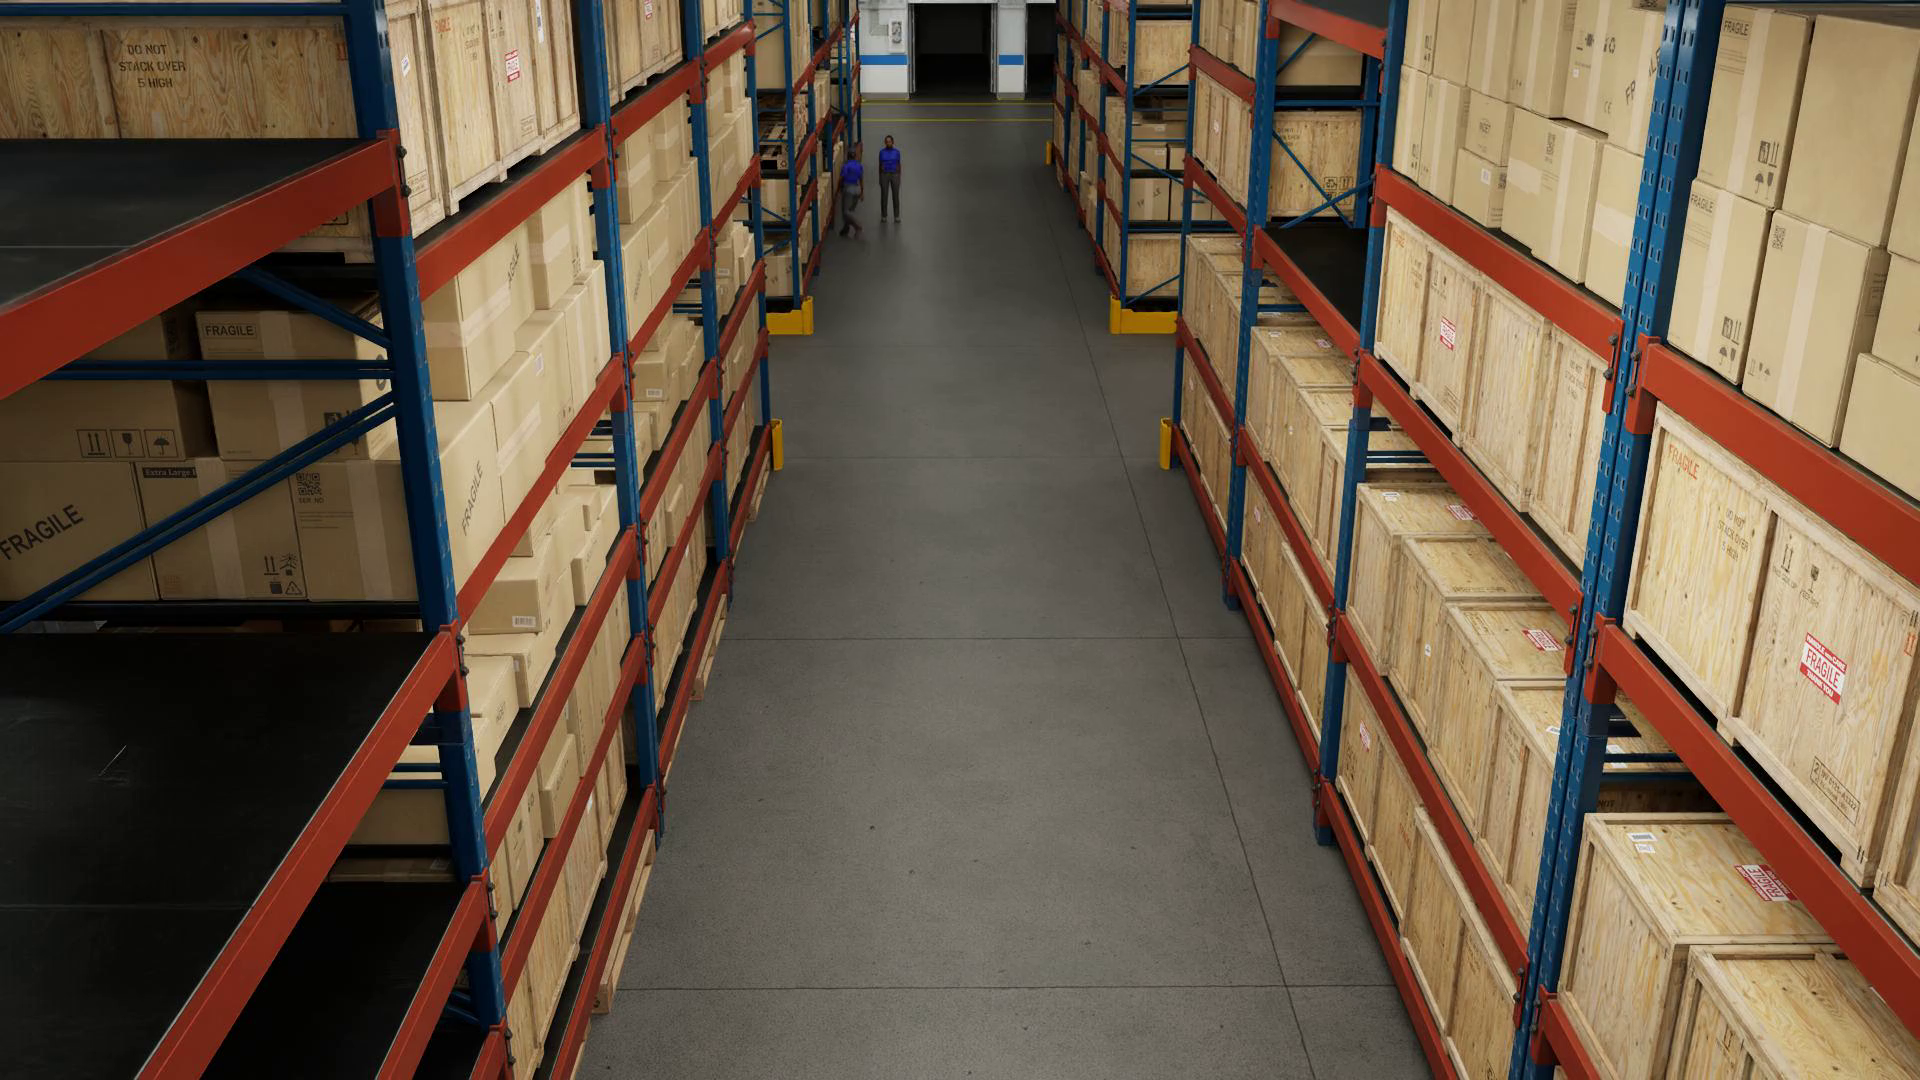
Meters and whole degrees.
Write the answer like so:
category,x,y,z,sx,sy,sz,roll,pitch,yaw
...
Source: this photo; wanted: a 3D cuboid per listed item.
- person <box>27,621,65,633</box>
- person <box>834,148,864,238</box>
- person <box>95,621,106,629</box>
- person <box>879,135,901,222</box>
category,x,y,z,sx,sy,sz,roll,pitch,yaw
person,-7.963,0.143,14.149,0.560,1.769,0.411,11,24,27
person,-2.047,-6.491,31.120,0.529,1.634,0.763,-18,28,-39
person,-6.800,0.418,13.418,0.547,1.793,0.388,0,22,-1
person,-1.376,-7.094,32.648,0.440,1.659,0.344,-1,22,-2
